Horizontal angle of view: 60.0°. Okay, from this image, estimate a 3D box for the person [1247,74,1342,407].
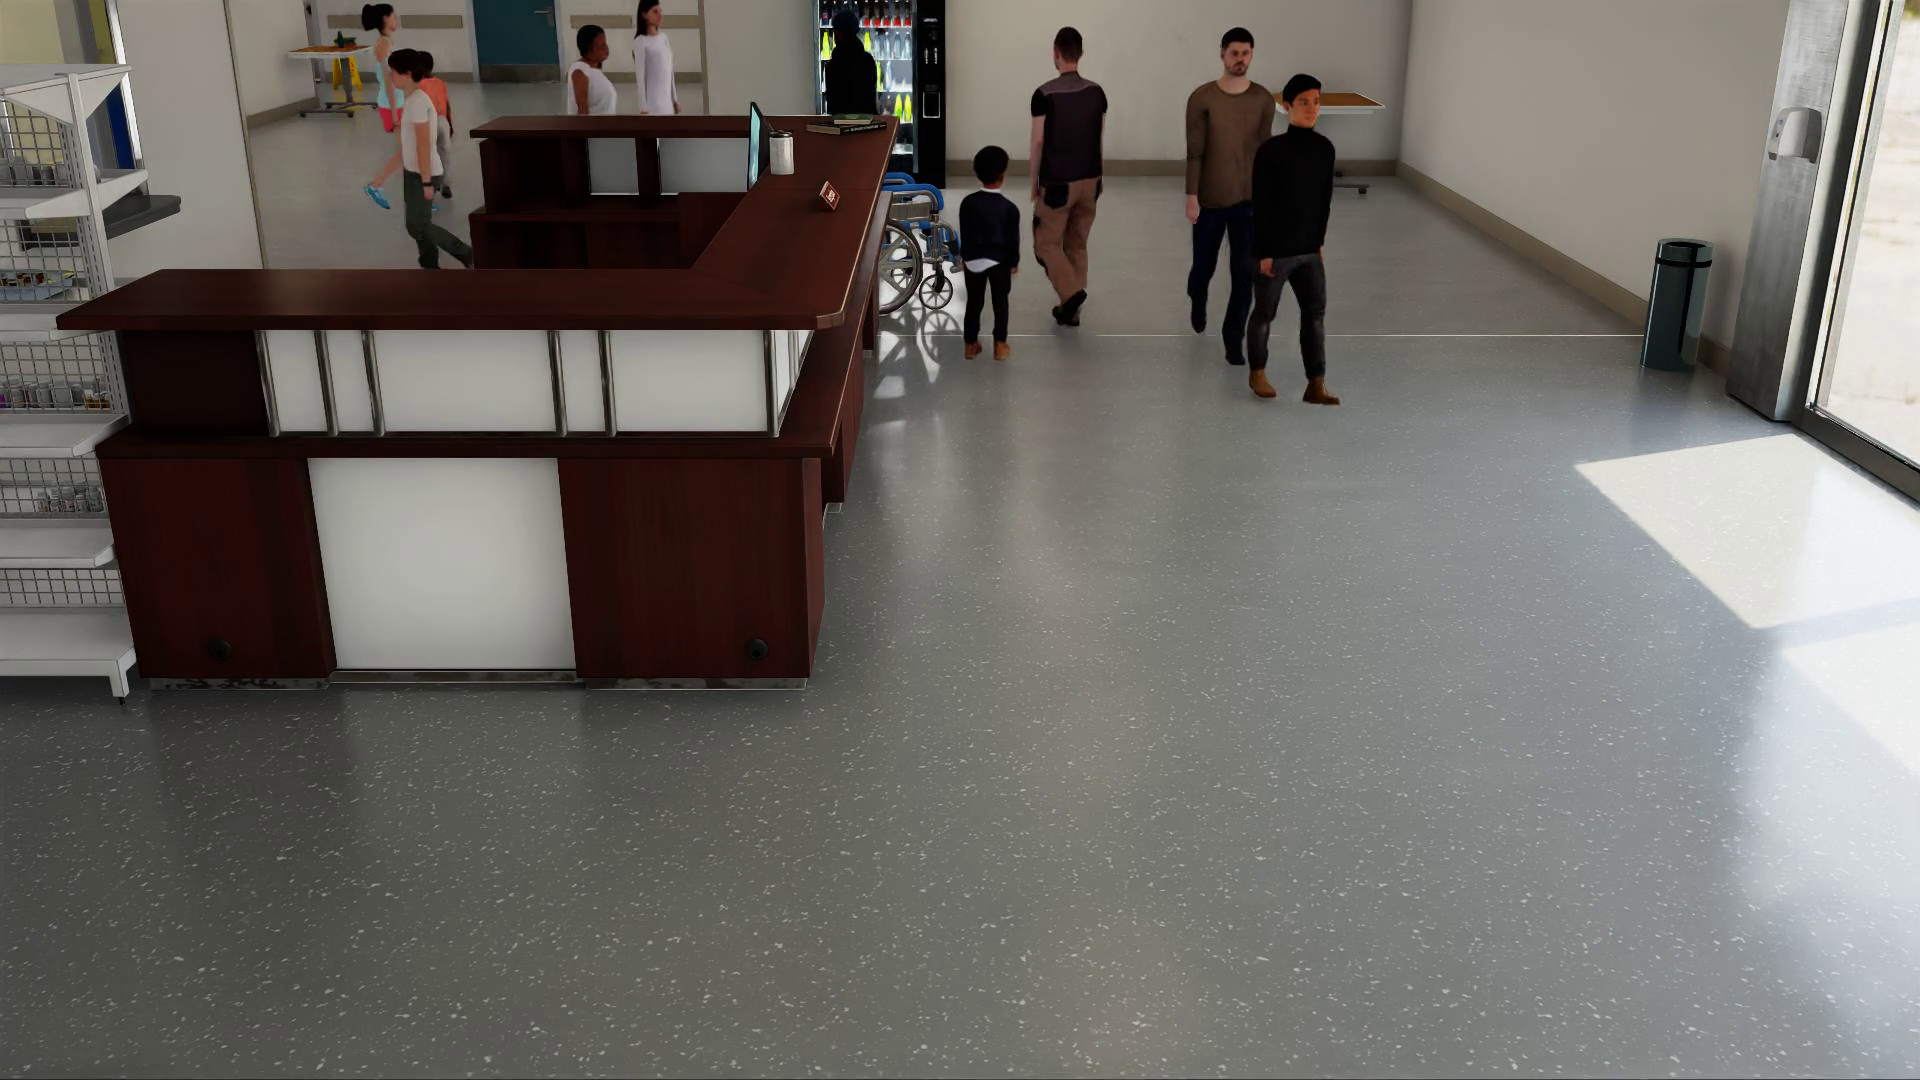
[{"bbox_3d":[1.695,-1.565,8.751,0.989,1.697,0.902,-7,22,-17],"label":"person"}]

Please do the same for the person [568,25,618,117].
[{"bbox_3d":[-2.869,-3.082,12.789,0.625,1.673,0.663,0,21,-1],"label":"person"}]

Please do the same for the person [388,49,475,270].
[{"bbox_3d":[-3.485,-2.401,11.039,0.915,1.639,0.735,-7,22,-18],"label":"person"}]

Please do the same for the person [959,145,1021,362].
[{"bbox_3d":[0.166,-1.646,9.577,0.471,1.224,0.599,4,21,11],"label":"person"}]

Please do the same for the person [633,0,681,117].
[{"bbox_3d":[-2.676,-3.736,14.352,1.075,1.790,0.864,9,23,22],"label":"person"}]

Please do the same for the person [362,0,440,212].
[{"bbox_3d":[-4.875,-3.662,14.214,0.893,1.749,0.710,-3,21,-8],"label":"person"}]

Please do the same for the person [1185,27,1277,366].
[{"bbox_3d":[1.526,-1.972,9.584,0.964,1.867,0.713,-1,21,-2],"label":"person"}]

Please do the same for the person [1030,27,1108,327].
[{"bbox_3d":[0.703,-2.169,10.168,0.981,1.822,0.955,-9,23,-22],"label":"person"}]

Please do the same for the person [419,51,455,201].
[{"bbox_3d":[-4.737,-3.732,15.032,0.587,1.299,0.667,-11,24,-27],"label":"person"}]

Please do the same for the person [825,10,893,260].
[{"bbox_3d":[-0.717,-2.940,12.274,1.235,1.771,1.202,19,28,41],"label":"person"}]
